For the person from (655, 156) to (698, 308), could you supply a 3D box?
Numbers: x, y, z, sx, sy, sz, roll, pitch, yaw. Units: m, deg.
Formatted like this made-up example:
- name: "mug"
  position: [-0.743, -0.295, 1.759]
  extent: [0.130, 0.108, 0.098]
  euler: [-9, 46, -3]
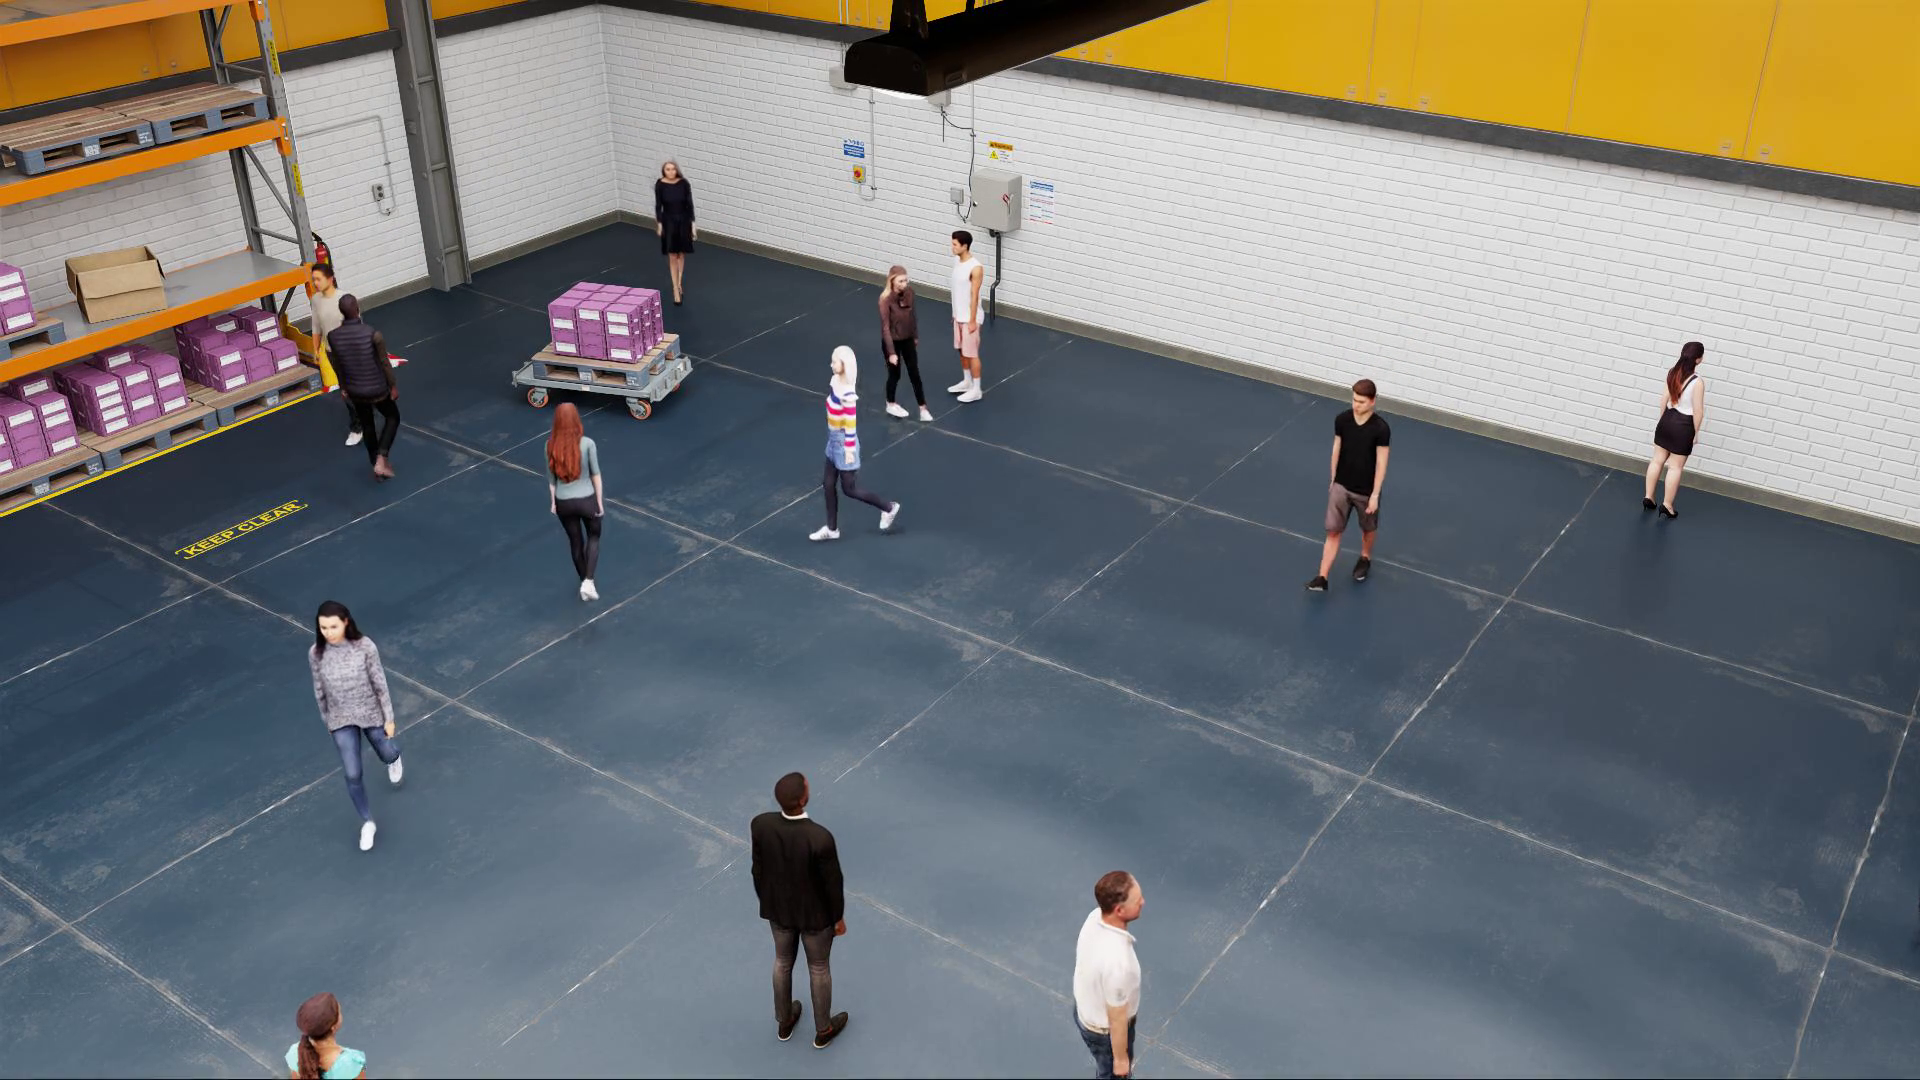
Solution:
- name: "person"
  position: [-3.340, -3.674, 19.539]
  extent: [0.861, 1.730, 0.882]
  euler: [-11, 31, -19]

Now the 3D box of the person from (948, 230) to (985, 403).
- name: "person"
  position: [0.095, -2.299, 16.967]
  extent: [0.748, 1.778, 0.739]
  euler: [-13, 31, -22]

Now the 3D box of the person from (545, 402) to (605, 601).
- name: "person"
  position: [-3.058, -0.239, 13.241]
  extent: [0.840, 1.730, 0.919]
  euler: [-3, 29, -5]

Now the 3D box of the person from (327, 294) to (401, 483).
- name: "person"
  position: [-5.429, -1.341, 15.159]
  extent: [0.875, 1.828, 0.904]
  euler: [3, 29, 5]

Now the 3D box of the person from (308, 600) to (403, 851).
- name: "person"
  position: [-3.888, 1.104, 10.795]
  extent: [1.025, 1.714, 1.082]
  euler: [-5, 29, -9]

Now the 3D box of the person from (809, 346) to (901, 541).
- name: "person"
  position: [-0.915, -0.814, 14.235]
  extent: [1.147, 1.788, 1.015]
  euler: [-9, 30, -17]

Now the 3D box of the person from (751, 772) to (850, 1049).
- name: "person"
  position: [-0.871, 2.008, 9.048]
  extent: [0.720, 1.800, 0.650]
  euler: [10, 30, 17]

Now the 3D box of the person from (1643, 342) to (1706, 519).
- name: "person"
  position: [6.322, -0.978, 14.681]
  extent: [0.624, 1.649, 0.622]
  euler: [-16, 33, -27]

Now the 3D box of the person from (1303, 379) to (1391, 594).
- name: "person"
  position: [3.294, -0.457, 13.552]
  extent: [0.712, 1.814, 1.164]
  euler: [20, 34, 32]

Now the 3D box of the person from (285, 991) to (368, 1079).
- name: "person"
  position: [-2.962, 2.818, 7.839]
  extent: [0.749, 1.537, 0.947]
  euler: [7, 29, 13]

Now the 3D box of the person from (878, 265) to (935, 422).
- name: "person"
  position: [-0.662, -1.962, 16.463]
  extent: [0.862, 1.669, 0.905]
  euler: [24, 37, 37]

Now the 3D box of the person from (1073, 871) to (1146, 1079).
- name: "person"
  position: [0.633, 2.414, 8.260]
  extent: [1.054, 1.843, 1.056]
  euler: [0, 29, 0]

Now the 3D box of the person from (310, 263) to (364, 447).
- name: "person"
  position: [-5.930, -1.867, 16.159]
  extent: [0.785, 1.793, 0.848]
  euler: [9, 30, 15]
